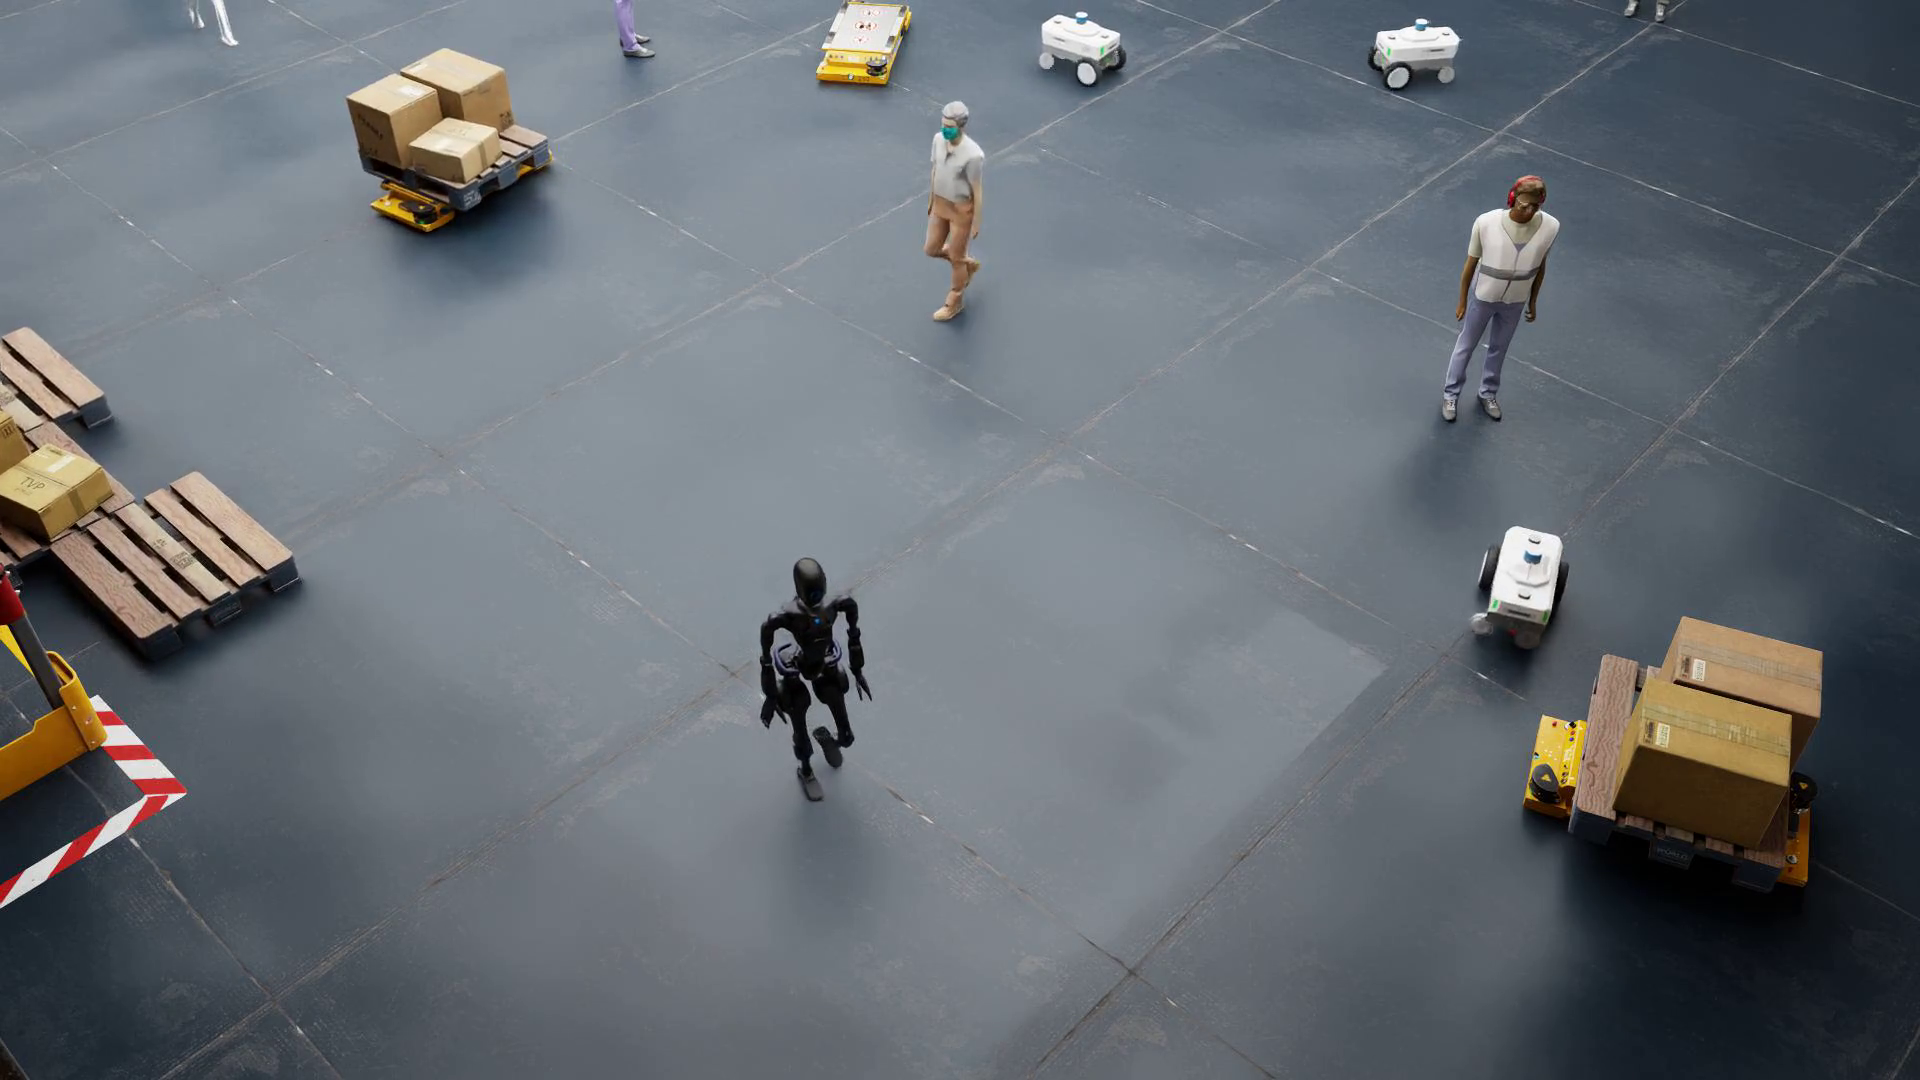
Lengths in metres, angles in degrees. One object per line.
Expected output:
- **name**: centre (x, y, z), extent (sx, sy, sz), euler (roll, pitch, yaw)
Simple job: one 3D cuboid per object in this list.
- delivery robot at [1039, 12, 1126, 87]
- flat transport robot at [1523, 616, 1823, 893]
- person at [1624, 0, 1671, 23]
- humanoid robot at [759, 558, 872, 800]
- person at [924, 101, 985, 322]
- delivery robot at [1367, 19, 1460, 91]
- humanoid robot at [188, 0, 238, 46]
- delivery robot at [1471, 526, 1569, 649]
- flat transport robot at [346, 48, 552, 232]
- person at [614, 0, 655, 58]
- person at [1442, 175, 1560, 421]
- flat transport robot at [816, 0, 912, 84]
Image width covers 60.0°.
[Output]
- **delivery robot**: centre (1.129, -4.575, 15.398), extent (0.781, 0.595, 0.499), euler (26, 48, 26)
- **flat transport robot**: centre (3.840, 1.370, 9.003), extent (1.431, 0.231, 0.659), euler (15, 44, 16)
- **person**: centre (6.792, -5.909, 15.927), extent (0.571, 1.832, 0.406), euler (13, 44, 14)
- **humanoid robot**: centre (-0.776, 0.715, 8.671), extent (0.601, 1.648, 0.382), euler (-17, 45, -18)
- **person**: centre (-0.030, -2.416, 12.112), extent (0.494, 1.737, 0.457), euler (33, 51, 31)
- **delivery robot**: centre (4.190, -4.497, 15.295), extent (0.759, 0.575, 0.499), euler (-6, 42, -7)
- **humanoid robot**: centre (-7.236, -5.536, 15.623), extent (0.547, 1.830, 0.875), euler (-31, 50, -30)
- **delivery robot**: centre (3.388, 0.256, 10.020), extent (0.521, 0.585, 0.757), euler (14, 44, 15)
- **flat transport robot**: centre (-4.163, -3.040, 13.905), extent (0.659, 0.231, 1.431), euler (24, 47, 24)
- **person**: centre (-3.132, -5.381, 15.335), extent (0.389, 1.838, 0.563), euler (-9, 43, -10)
- **person**: centre (3.610, -1.627, 11.154), extent (0.563, 1.847, 0.391), euler (-2, 42, -2)
- **flat transport robot**: centre (-0.901, -4.750, 15.806), extent (0.659, 0.231, 1.431), euler (6, 42, 6)
